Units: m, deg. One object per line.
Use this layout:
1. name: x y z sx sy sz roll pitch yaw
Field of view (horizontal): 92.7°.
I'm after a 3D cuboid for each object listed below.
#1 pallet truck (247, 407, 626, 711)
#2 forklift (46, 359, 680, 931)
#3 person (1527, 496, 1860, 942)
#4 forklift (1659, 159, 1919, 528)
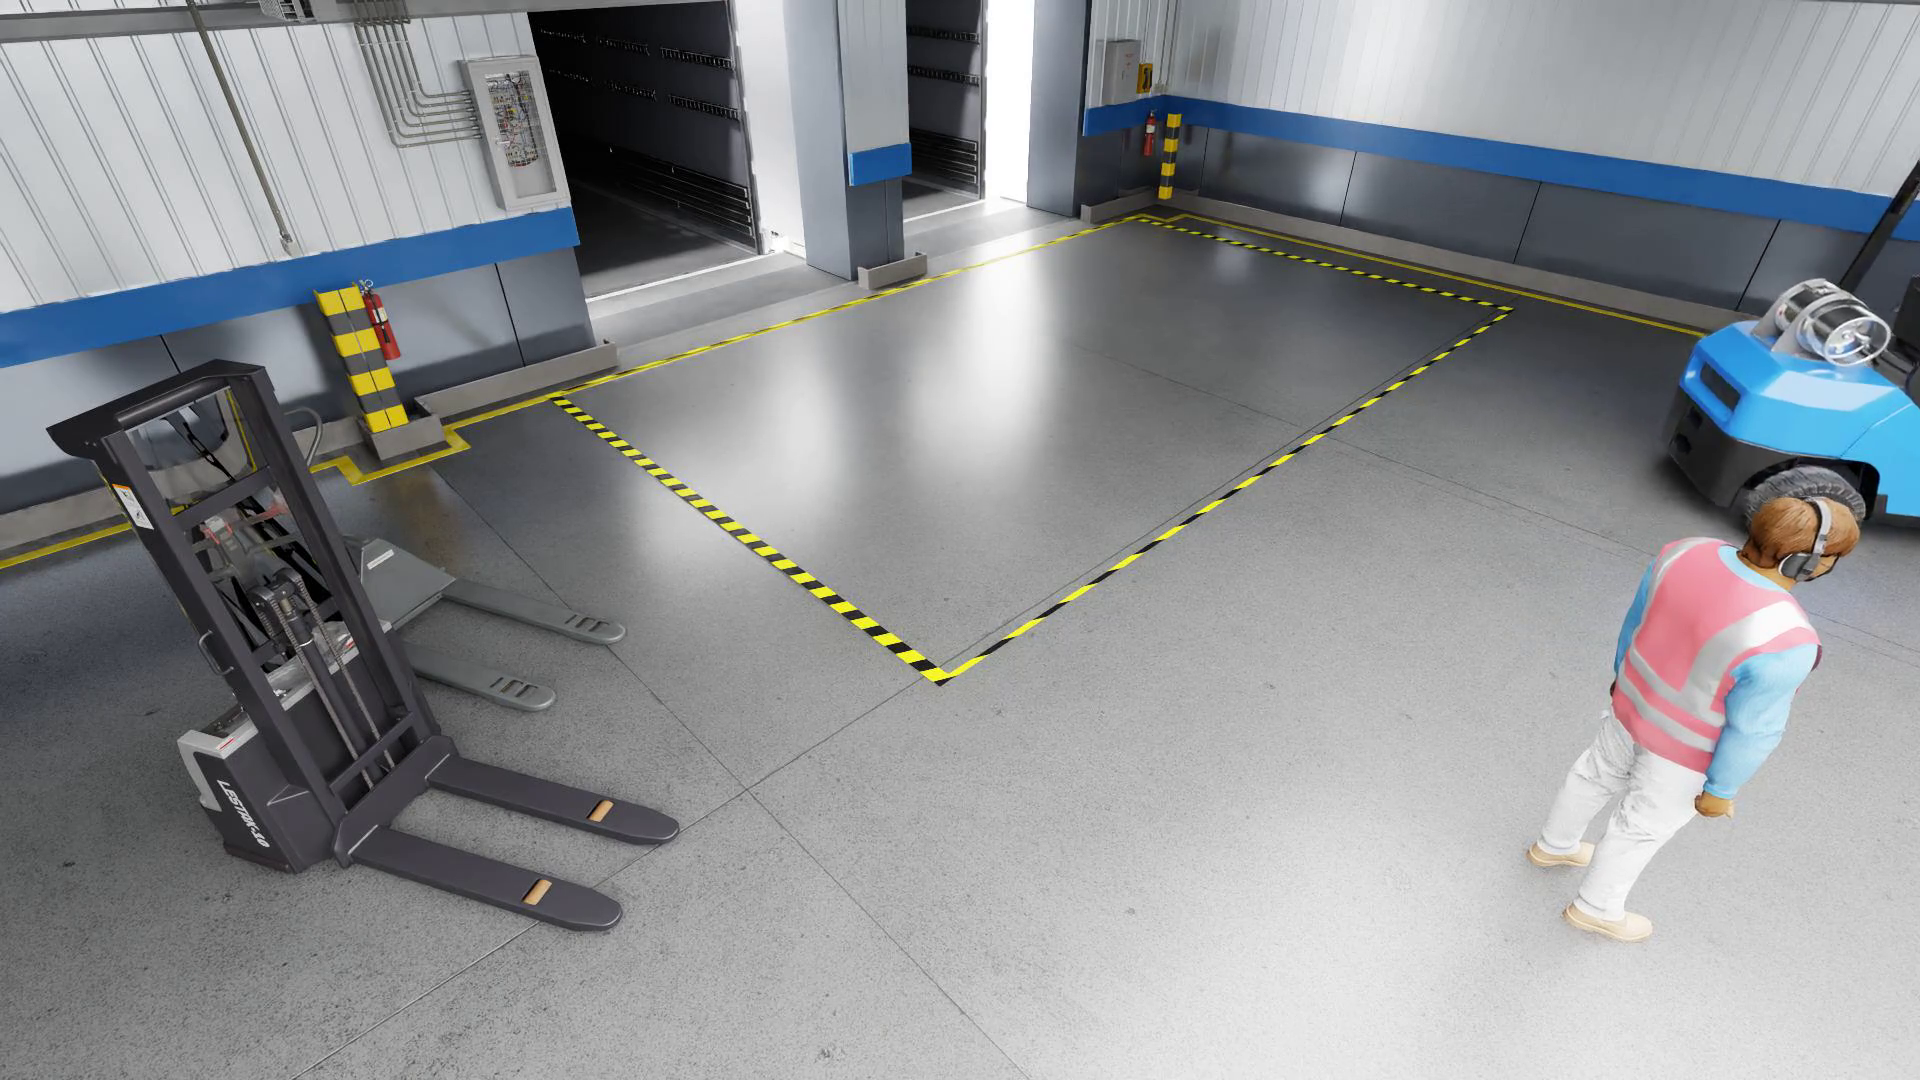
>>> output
1. pallet truck: -2.628 0.038 4.590 1.601 1.201 0.680 12 36 18
2. forklift: -2.135 0.422 3.354 1.885 1.965 0.823 10 35 14
3. person: 2.482 0.644 3.164 0.429 1.841 0.635 1 34 2
4. forklift: 6.031 -1.112 5.294 2.680 2.036 1.157 8 35 11
